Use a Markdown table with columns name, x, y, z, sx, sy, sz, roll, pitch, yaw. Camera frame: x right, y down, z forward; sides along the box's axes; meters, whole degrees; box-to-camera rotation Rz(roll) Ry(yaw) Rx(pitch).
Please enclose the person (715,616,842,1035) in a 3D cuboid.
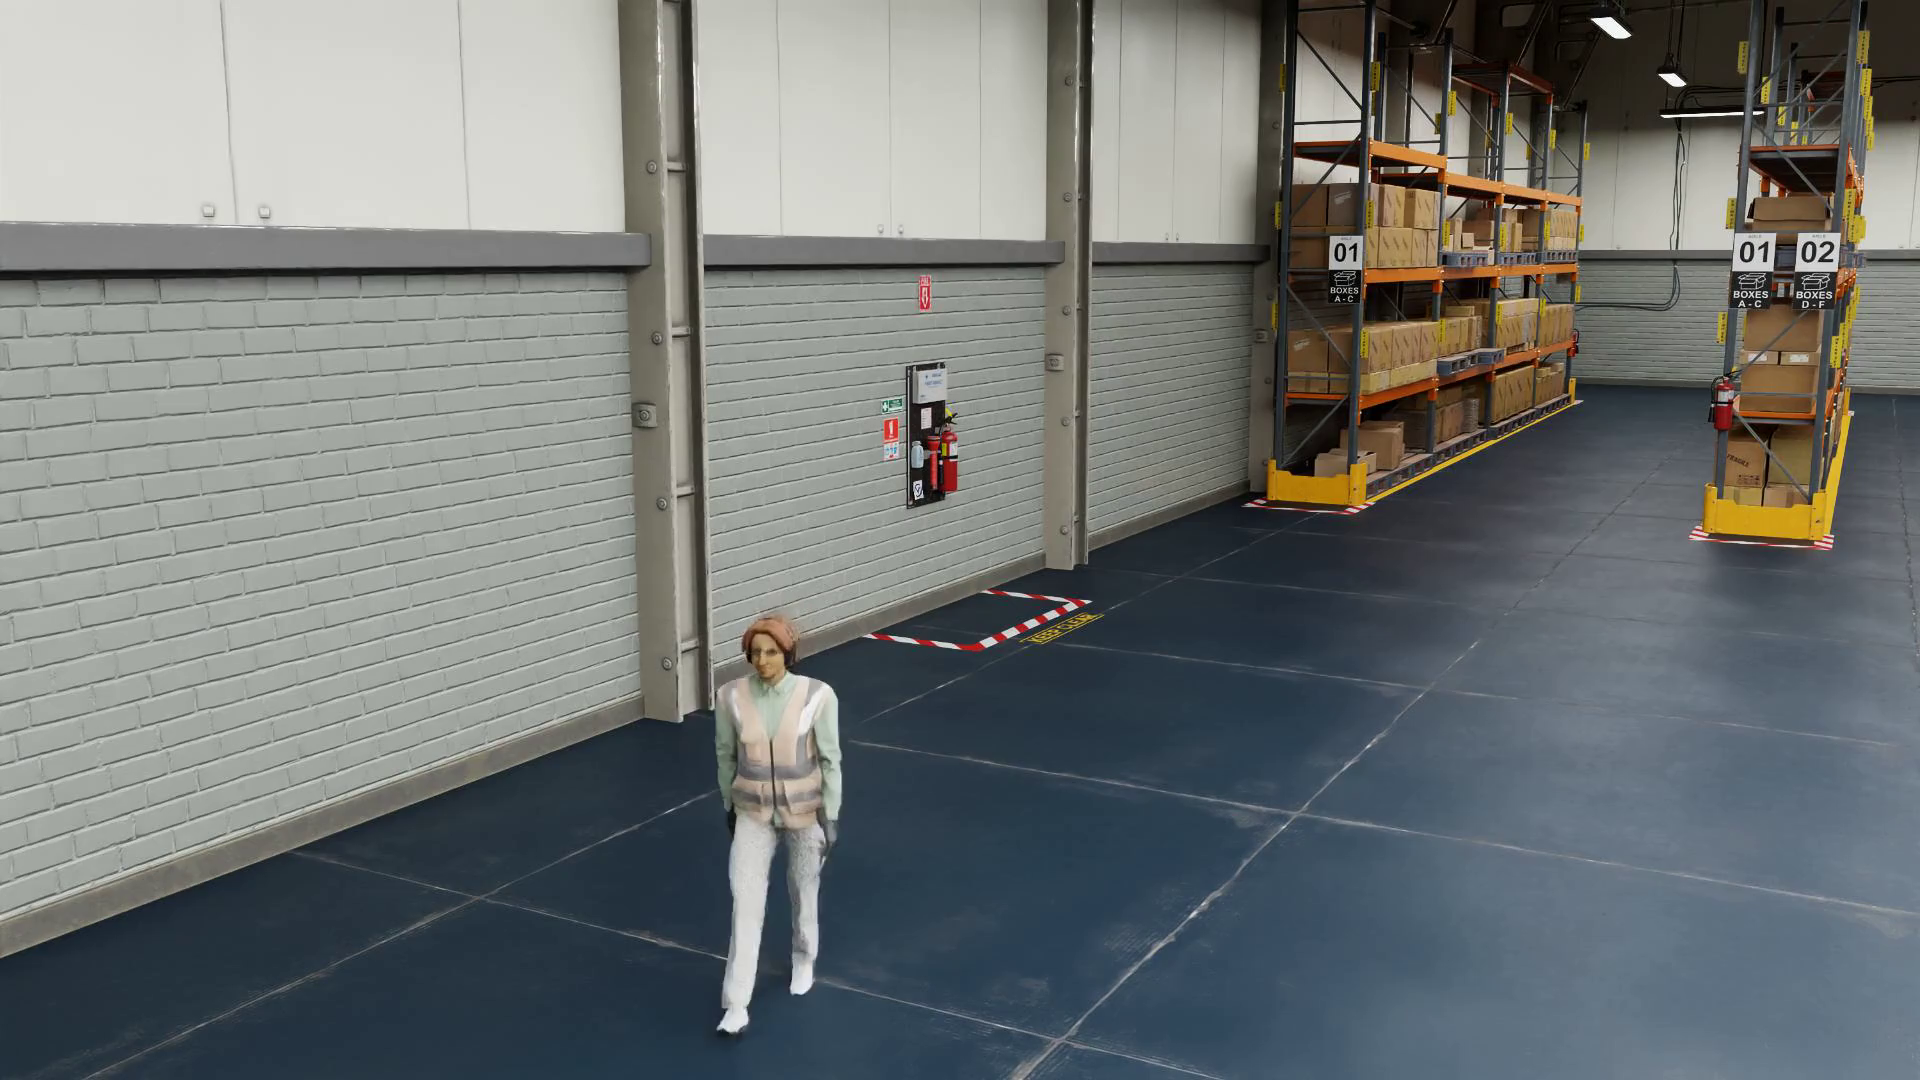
| name | x | y | z | sx | sy | sz | roll | pitch | yaw |
| --- | --- | --- | --- | --- | --- | --- | --- | --- | --- |
| person | -0.716 | 1.102 | 6.478 | 0.520 | 1.600 | 0.846 | 1 | 10 | 4 |
